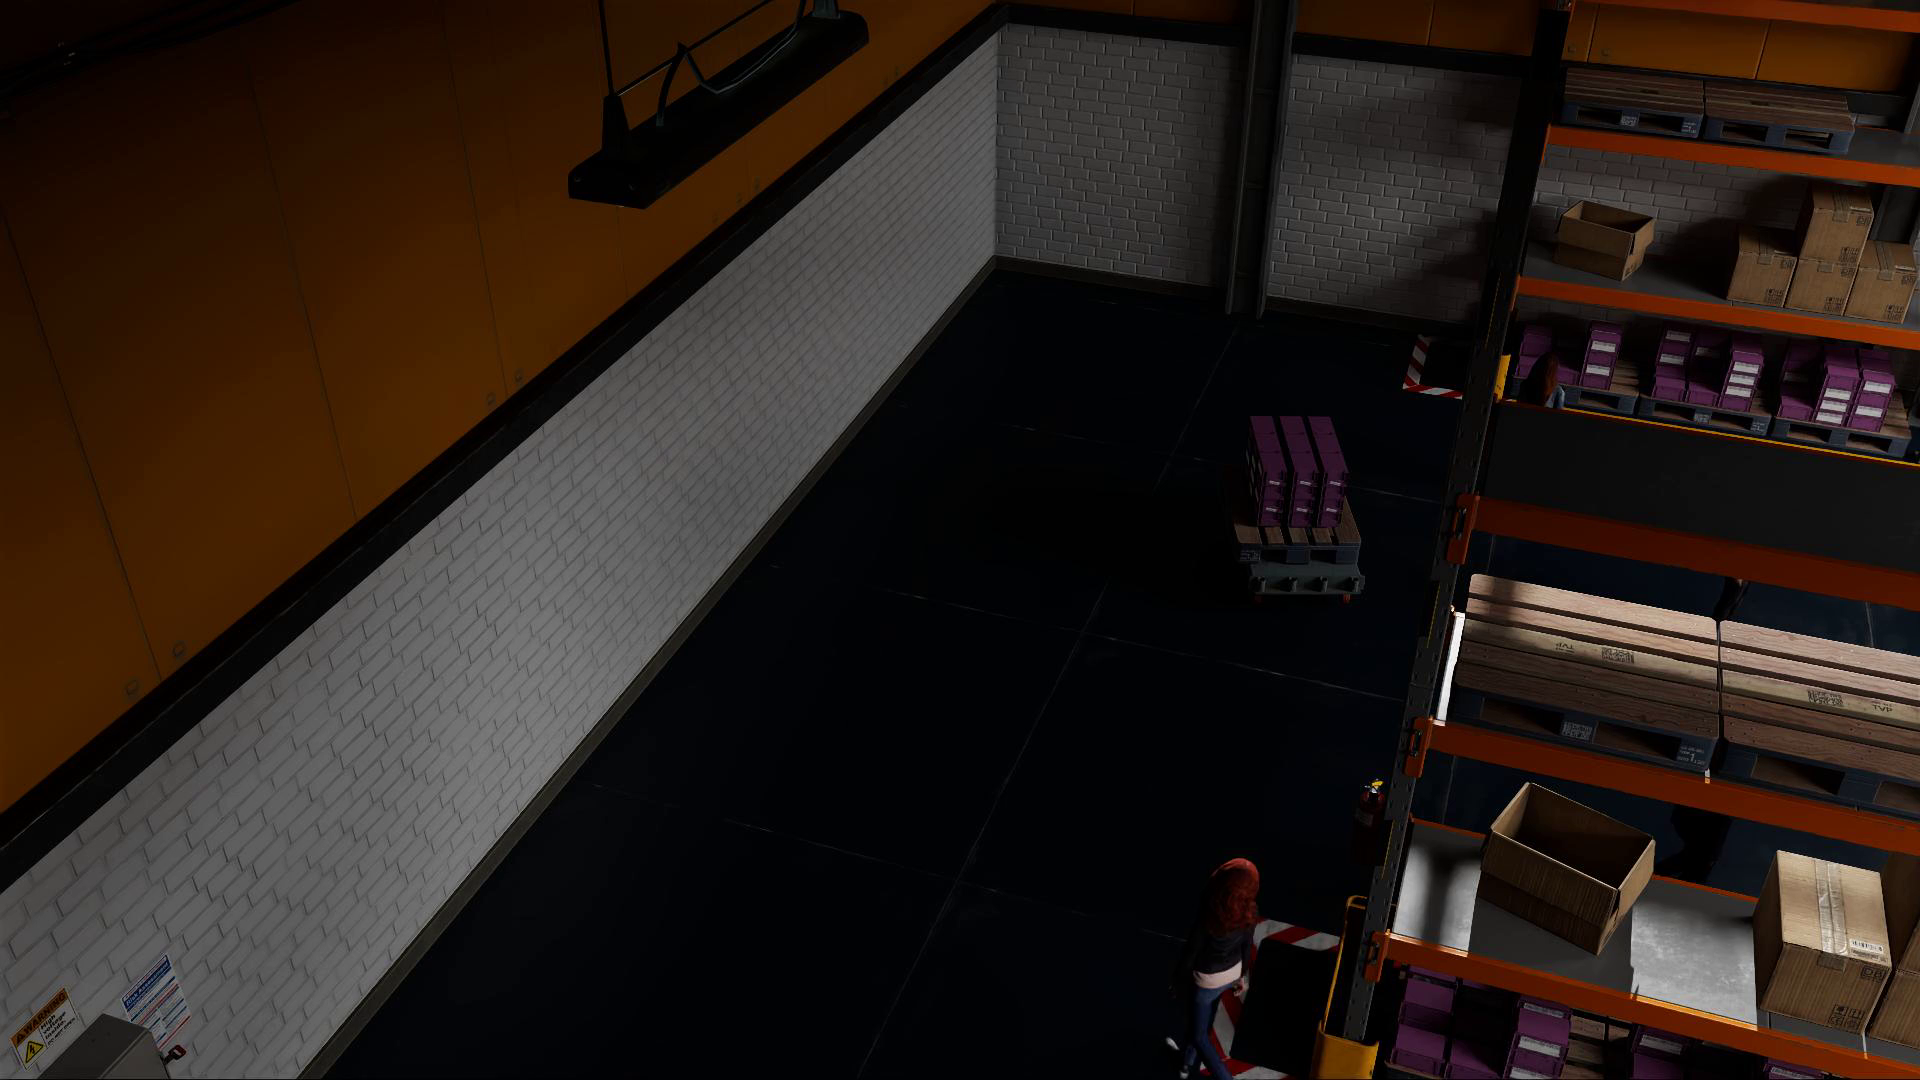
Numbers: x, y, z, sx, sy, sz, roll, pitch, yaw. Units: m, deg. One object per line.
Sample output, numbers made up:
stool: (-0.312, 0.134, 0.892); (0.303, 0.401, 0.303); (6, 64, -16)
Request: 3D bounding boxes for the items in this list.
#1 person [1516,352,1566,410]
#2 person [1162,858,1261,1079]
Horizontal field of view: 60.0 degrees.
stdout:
person: (5.073, -0.980, 14.721); (0.481, 1.475, 0.663); (17, 37, 24)
person: (1.451, 2.528, 9.196); (1.062, 1.749, 1.160); (-19, 38, -26)
